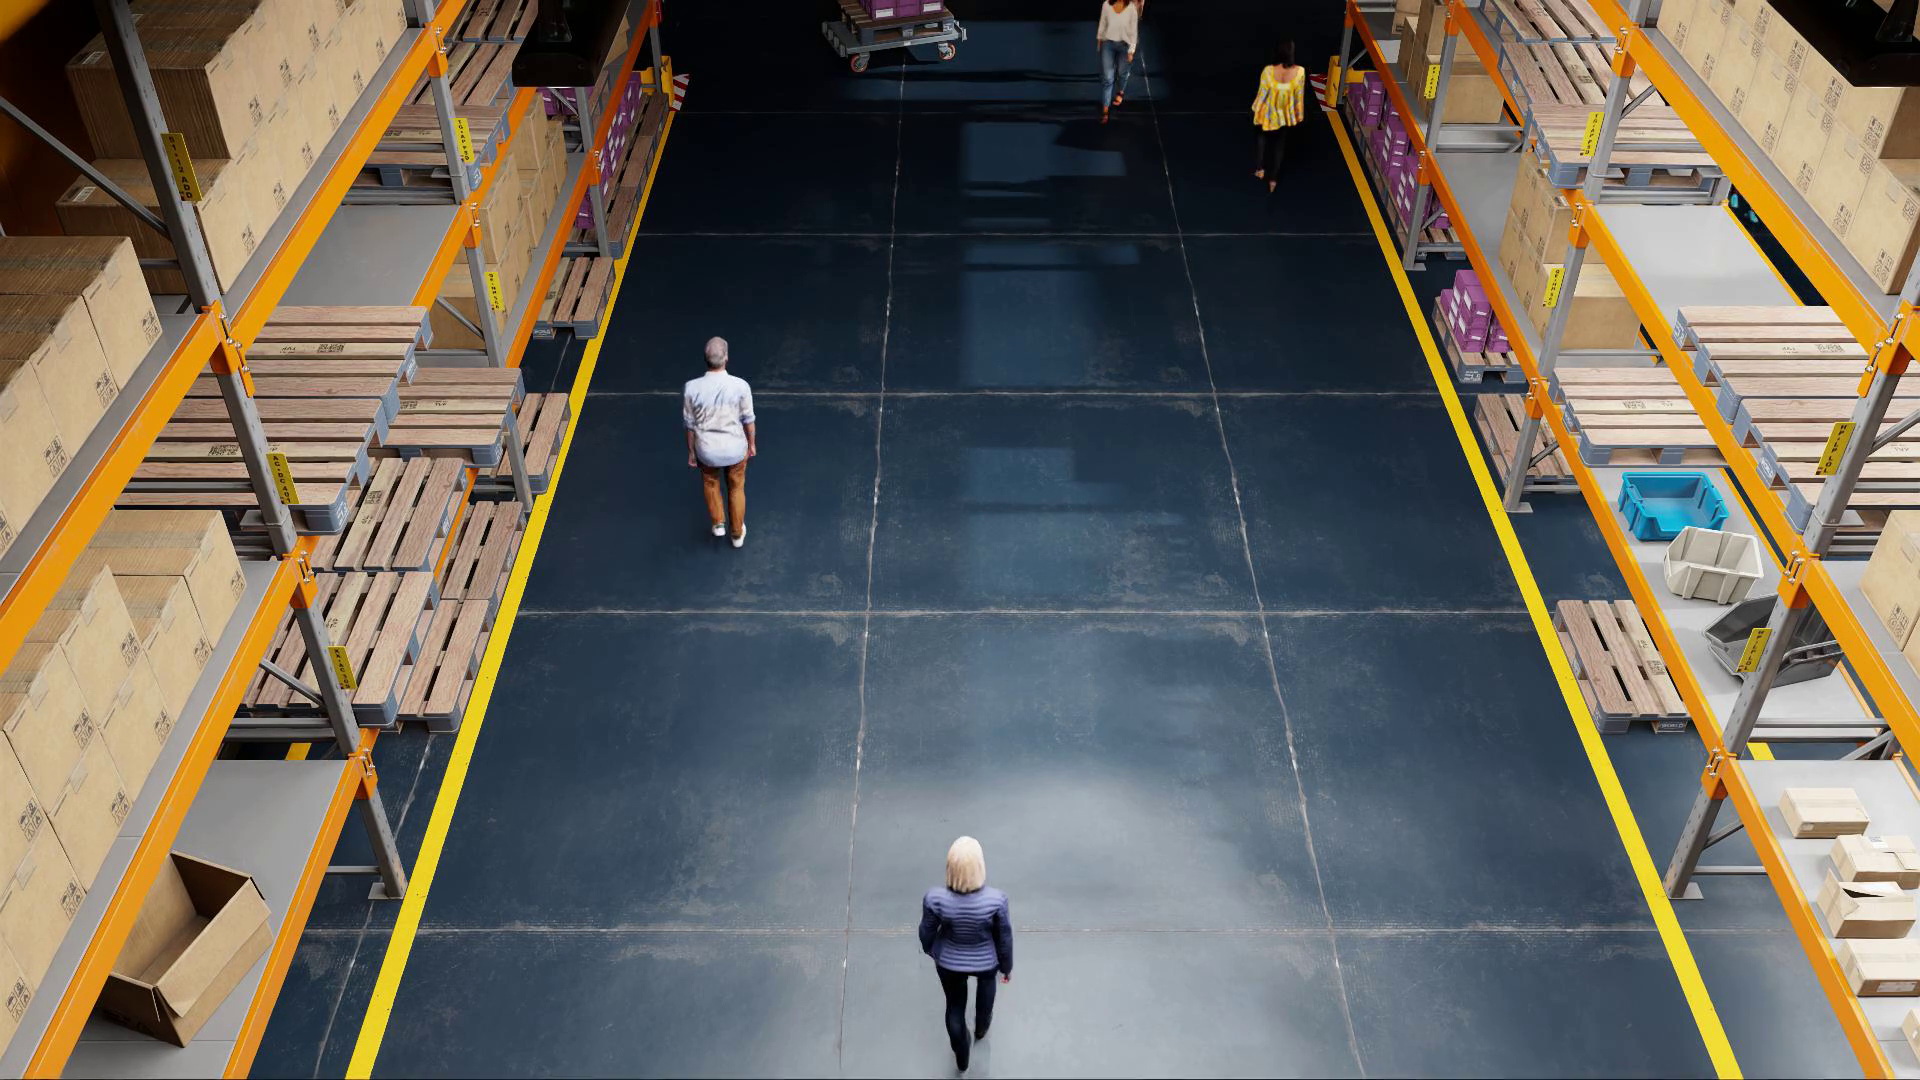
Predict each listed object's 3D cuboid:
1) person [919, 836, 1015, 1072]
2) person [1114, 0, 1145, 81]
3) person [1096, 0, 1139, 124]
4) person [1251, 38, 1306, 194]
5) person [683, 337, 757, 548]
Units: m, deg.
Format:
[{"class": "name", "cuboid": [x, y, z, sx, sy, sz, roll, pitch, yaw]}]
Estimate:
[{"class": "person", "cuboid": [0.041, 2.327, 9.058, 0.678, 1.728, 0.688, 1, 39, 2]}, {"class": "person", "cuboid": [1.991, -6.368, 19.994, 0.707, 1.667, 0.763, 29, 47, 31]}, {"class": "person", "cuboid": [1.835, -5.697, 19.189, 0.825, 1.622, 1.145, 11, 40, 14]}, {"class": "person", "cuboid": [3.363, -4.461, 17.630, 0.708, 1.638, 0.768, 1, 39, 2]}, {"class": "person", "cuboid": [-1.834, -0.675, 12.750, 0.722, 1.811, 0.664, -3, 39, -4]}]
